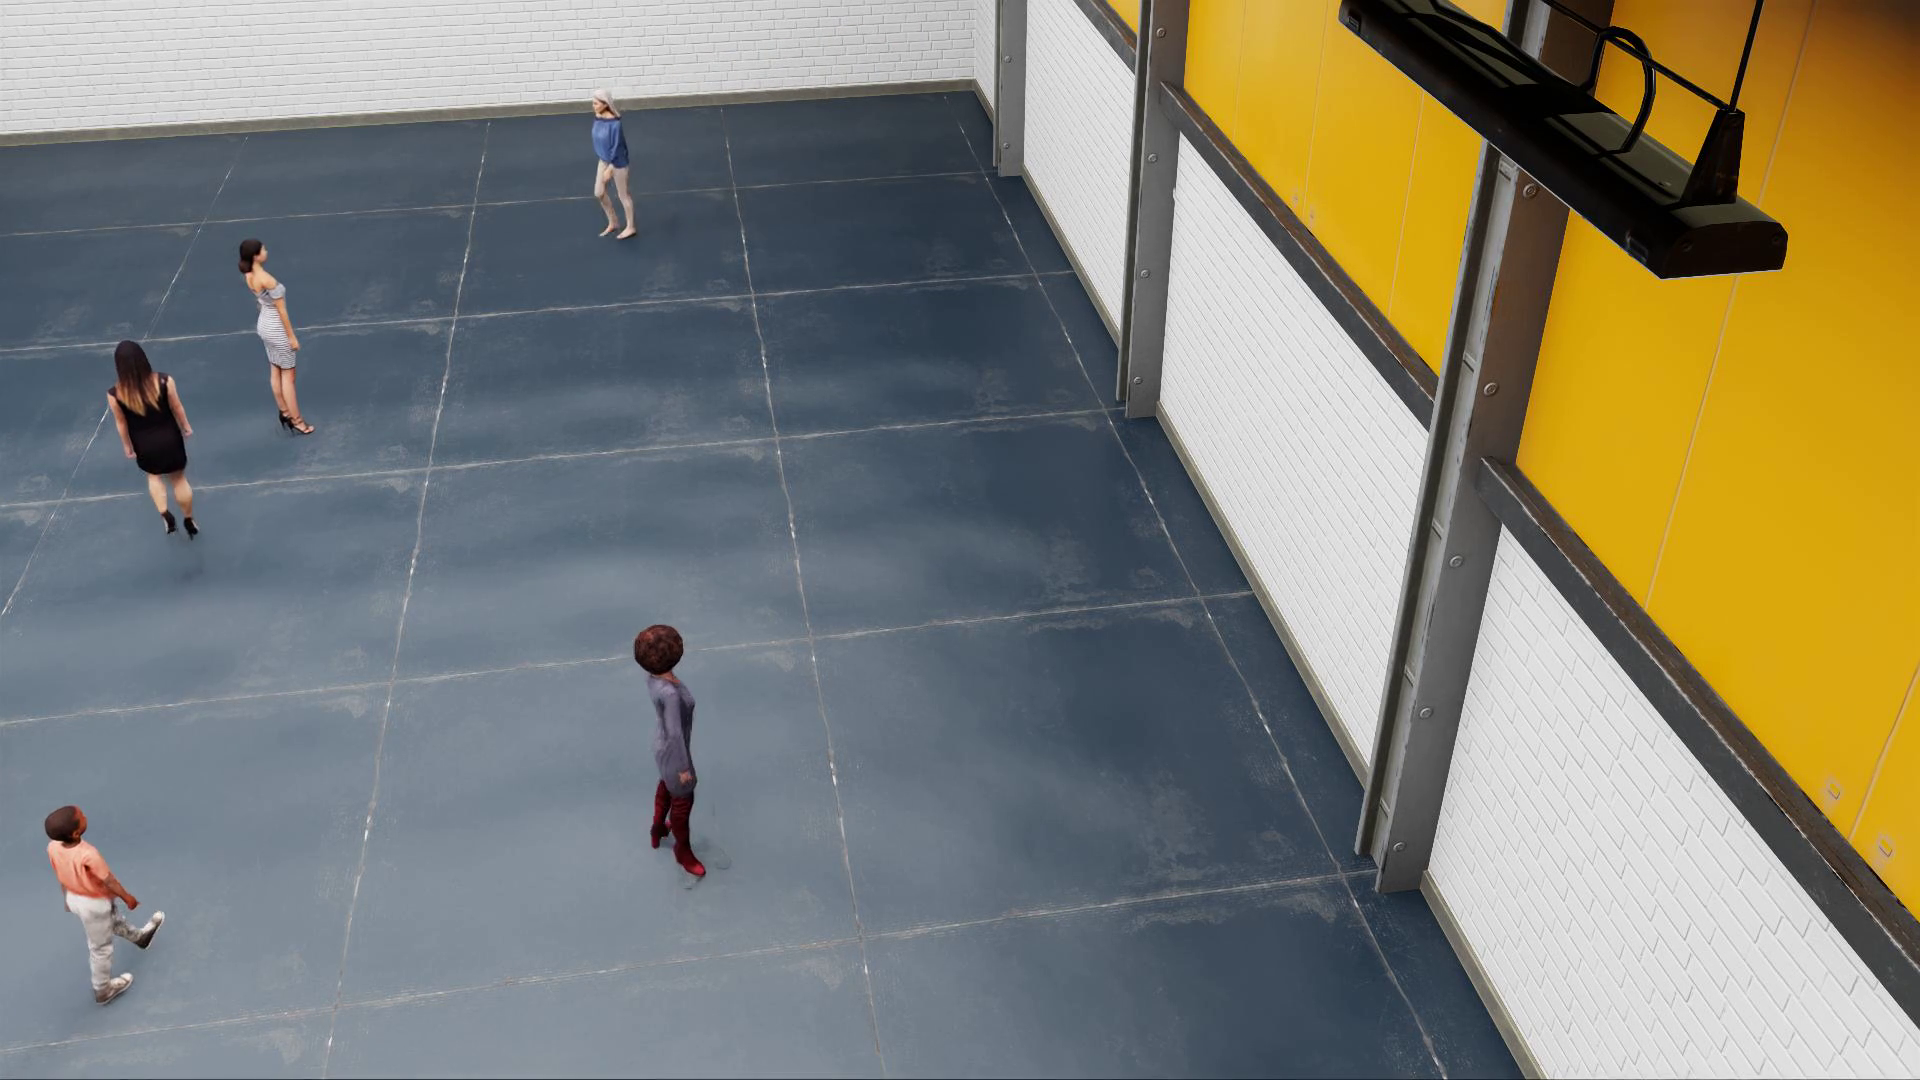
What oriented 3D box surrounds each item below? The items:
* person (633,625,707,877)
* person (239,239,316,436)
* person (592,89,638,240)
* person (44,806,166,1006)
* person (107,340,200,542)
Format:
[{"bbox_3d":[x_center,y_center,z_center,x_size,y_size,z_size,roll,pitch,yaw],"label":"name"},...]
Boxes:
[{"bbox_3d":[-1.717,1.302,9.938,0.779,1.697,0.560,-1,34,-2],"label":"person"},{"bbox_3d":[-5.949,-1.767,14.442,0.651,1.822,0.743,29,43,36],"label":"person"},{"bbox_3d":[-3.683,-4.084,18.054,0.759,1.684,0.825,27,42,35],"label":"person"},{"bbox_3d":[-4.851,2.042,9.196,0.781,1.287,0.899,14,36,20],"label":"person"},{"bbox_3d":[-6.237,-0.721,12.974,0.737,1.706,0.724,-15,37,-22],"label":"person"}]
